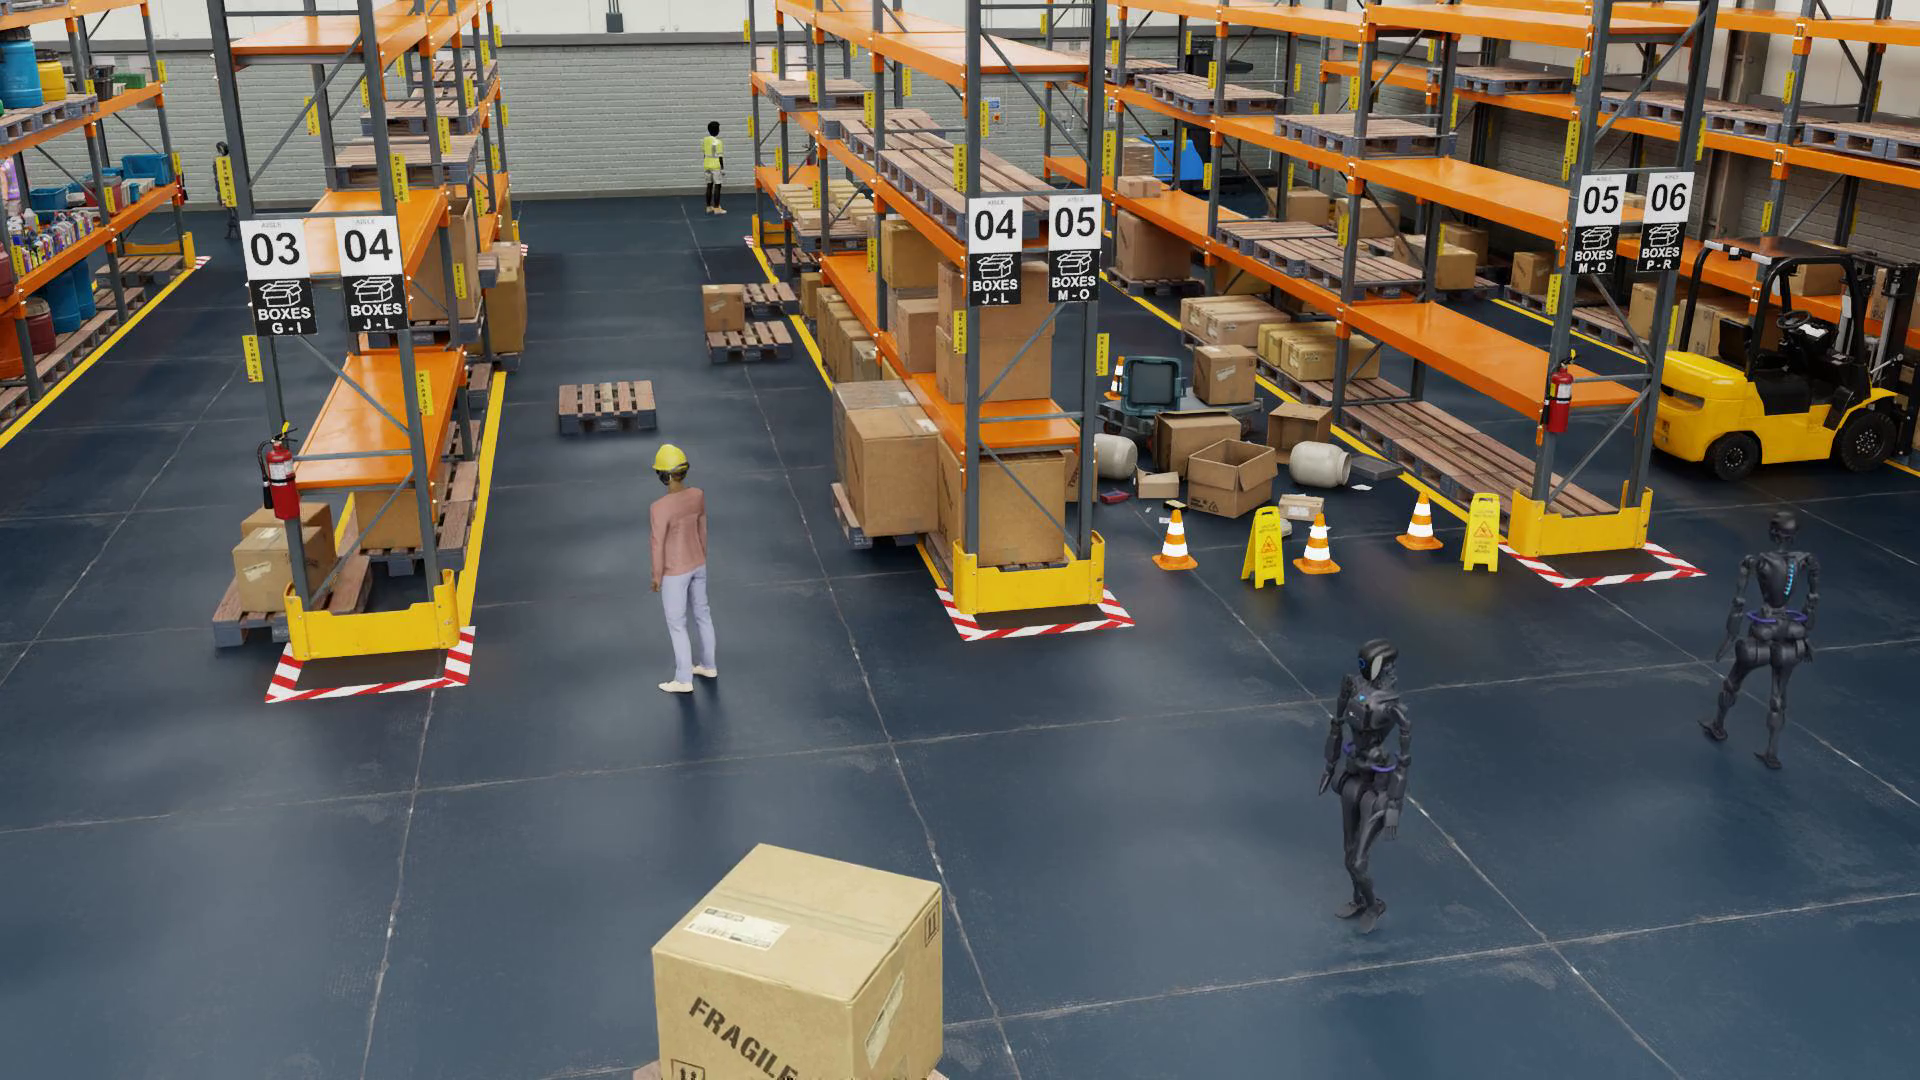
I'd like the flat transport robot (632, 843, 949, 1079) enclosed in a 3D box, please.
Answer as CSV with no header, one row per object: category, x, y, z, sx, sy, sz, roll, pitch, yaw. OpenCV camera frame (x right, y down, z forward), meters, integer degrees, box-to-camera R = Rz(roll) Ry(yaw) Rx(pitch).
flat transport robot,-0.662,2.626,7.132,1.431,0.231,0.659,-17,26,-39

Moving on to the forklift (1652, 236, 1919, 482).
forklift,8.013,-1.814,16.330,2.313,2.155,1.214,-4,21,-12

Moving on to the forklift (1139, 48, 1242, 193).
forklift,4.566,-8.313,32.860,1.873,2.768,1.129,-4,21,-12

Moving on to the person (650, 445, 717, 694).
person,-1.953,0.194,11.552,0.345,1.759,0.517,11,23,28

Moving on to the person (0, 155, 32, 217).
person,-15.368,-5.565,27.154,0.350,1.688,0.489,11,23,26

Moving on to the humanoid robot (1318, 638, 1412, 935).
humanoid robot,2.134,1.276,8.742,0.361,1.646,0.595,-12,23,-29

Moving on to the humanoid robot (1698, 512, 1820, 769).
humanoid robot,5.142,0.592,10.613,0.608,1.631,0.650,-2,20,-5

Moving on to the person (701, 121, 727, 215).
person,-4.523,-6.841,30.587,0.538,1.687,0.319,17,26,39

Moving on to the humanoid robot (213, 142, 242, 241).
humanoid robot,-12.257,-5.866,28.003,0.641,1.637,0.599,7,21,18
